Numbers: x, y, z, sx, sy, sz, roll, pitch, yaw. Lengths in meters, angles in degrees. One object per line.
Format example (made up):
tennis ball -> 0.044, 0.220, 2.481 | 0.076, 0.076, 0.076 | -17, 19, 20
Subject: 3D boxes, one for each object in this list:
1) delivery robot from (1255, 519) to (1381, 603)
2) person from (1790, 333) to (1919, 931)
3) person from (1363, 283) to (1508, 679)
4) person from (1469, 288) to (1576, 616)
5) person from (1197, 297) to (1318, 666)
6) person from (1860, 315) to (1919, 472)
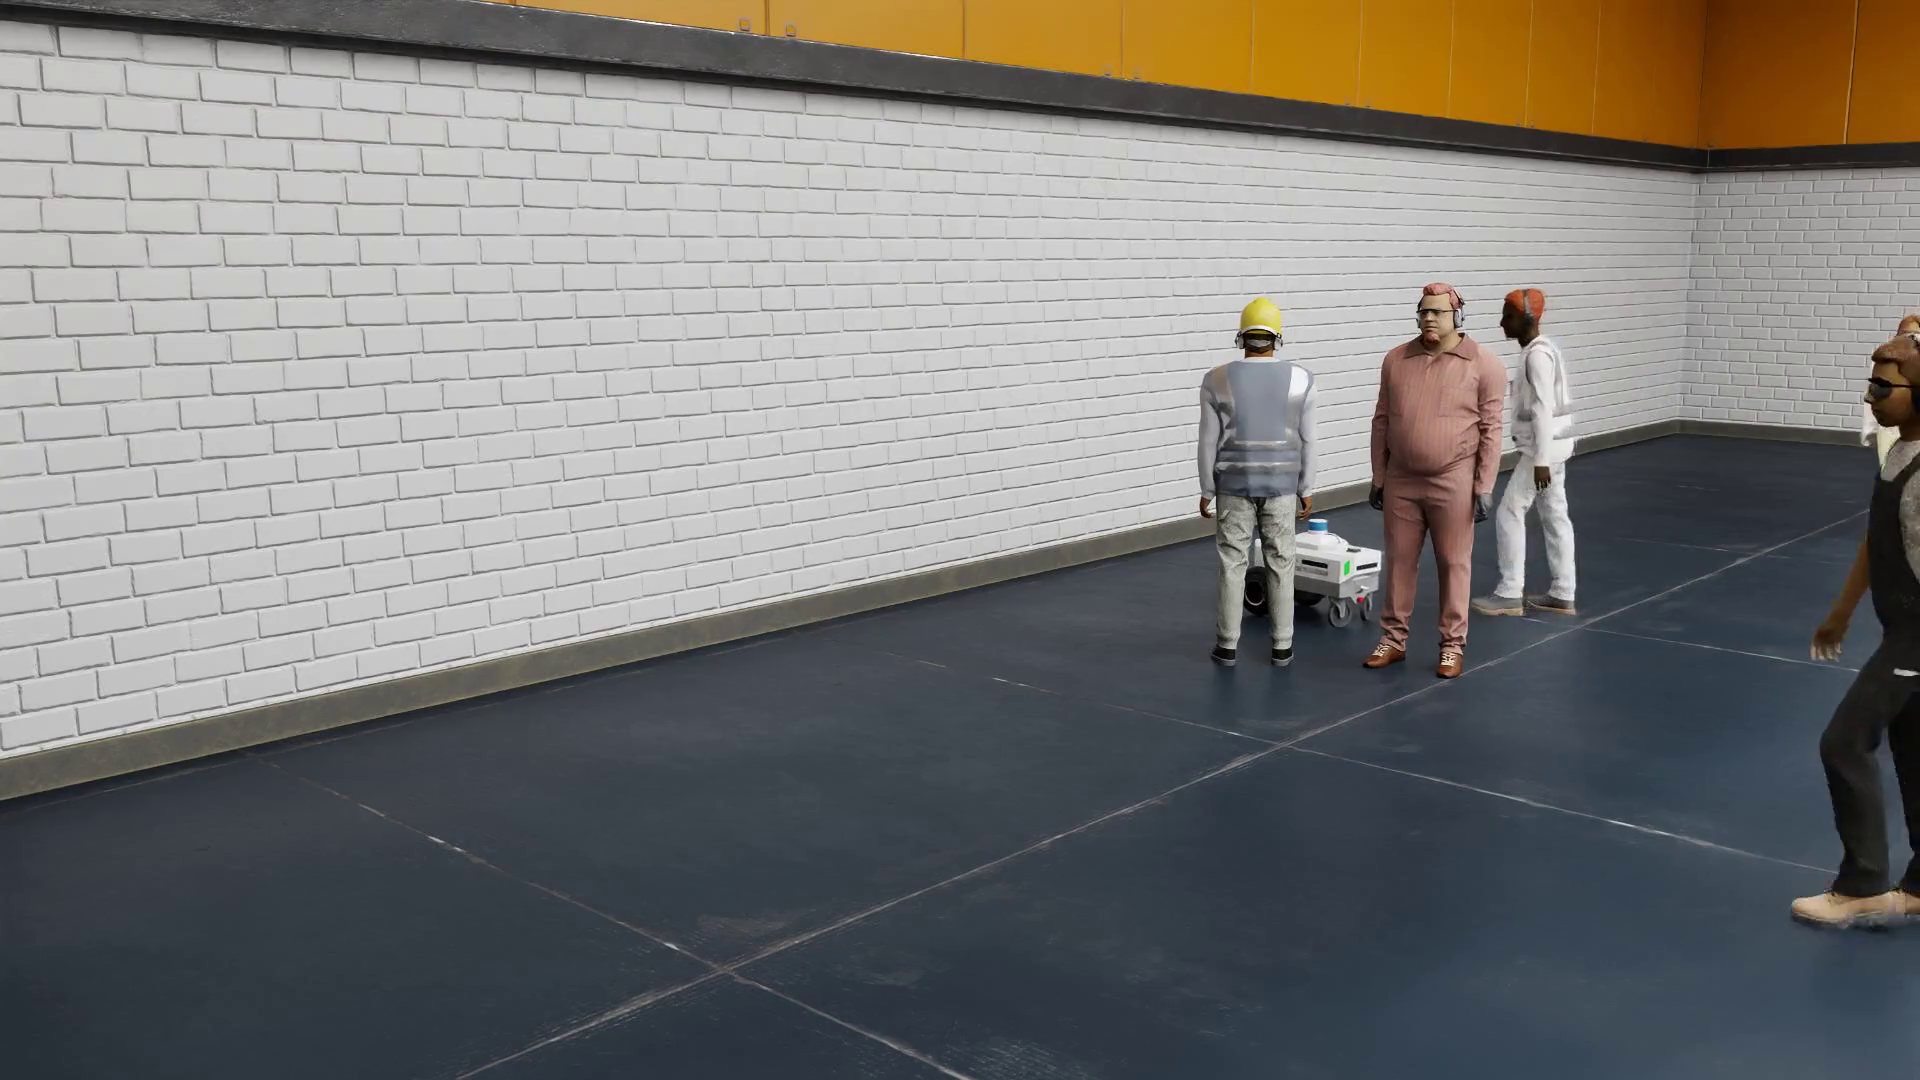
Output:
delivery robot -> 2.000, 0.126, 9.323 | 0.477, 0.478, 0.707 | -8, 13, -38
person -> 2.803, 0.291, 5.044 | 0.645, 1.821, 0.519 | 4, 11, 20
person -> 2.287, -0.286, 8.089 | 0.639, 1.910, 0.407 | 7, 12, 34
person -> 3.200, -0.482, 9.389 | 0.659, 1.851, 0.613 | 4, 11, 19
person -> 1.469, -0.277, 8.251 | 0.590, 1.833, 0.404 | 1, 10, 4
person -> 6.500, -0.737, 11.489 | 0.498, 1.605, 0.771 | 8, 13, 38
